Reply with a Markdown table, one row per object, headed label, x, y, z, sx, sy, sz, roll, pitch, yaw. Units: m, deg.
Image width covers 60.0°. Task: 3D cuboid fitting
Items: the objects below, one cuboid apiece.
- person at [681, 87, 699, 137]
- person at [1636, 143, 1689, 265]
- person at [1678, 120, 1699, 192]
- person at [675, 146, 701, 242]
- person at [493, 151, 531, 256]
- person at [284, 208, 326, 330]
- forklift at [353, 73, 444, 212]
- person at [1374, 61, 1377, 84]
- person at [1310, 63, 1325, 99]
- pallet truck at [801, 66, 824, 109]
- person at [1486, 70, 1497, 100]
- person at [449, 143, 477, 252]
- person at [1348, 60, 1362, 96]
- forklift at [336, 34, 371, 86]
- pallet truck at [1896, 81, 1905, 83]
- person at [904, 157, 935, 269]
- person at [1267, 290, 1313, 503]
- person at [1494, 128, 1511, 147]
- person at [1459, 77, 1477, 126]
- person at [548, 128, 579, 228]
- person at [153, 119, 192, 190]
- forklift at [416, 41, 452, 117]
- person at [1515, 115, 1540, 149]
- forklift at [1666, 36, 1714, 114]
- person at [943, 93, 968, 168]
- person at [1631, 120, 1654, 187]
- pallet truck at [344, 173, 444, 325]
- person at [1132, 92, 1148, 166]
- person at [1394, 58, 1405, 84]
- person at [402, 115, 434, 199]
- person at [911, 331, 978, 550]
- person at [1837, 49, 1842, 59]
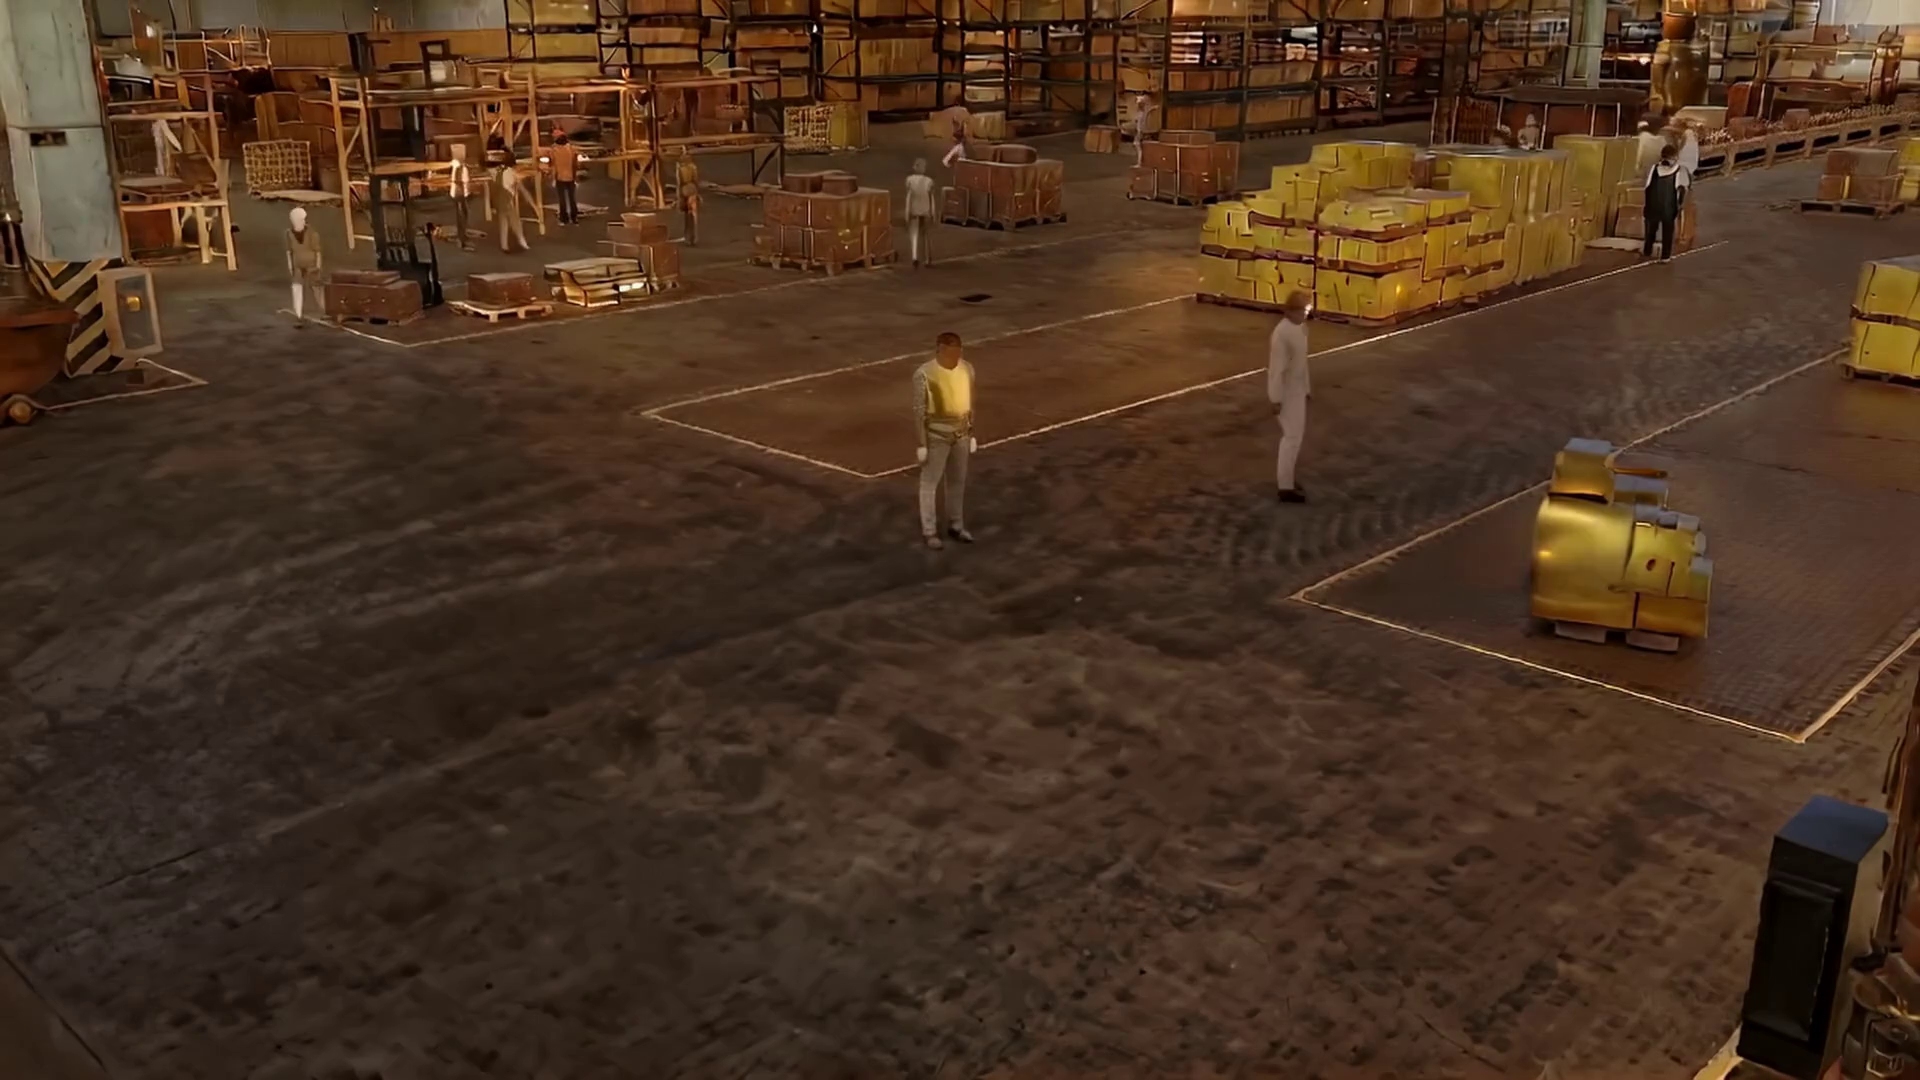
| label | x | y | z | sx | sy | sz | roll | pitch | yaw |
| --- | --- | --- | --- | --- | --- | --- | --- | --- | --- |
| person | -8.512 | -13.572 | 52.337 | 0.540 | 1.825 | 1.003 | 5 | 19 | 15 |
| person | 11.947 | -5.713 | 28.308 | 0.537 | 2.000 | 0.683 | -17 | 25 | -42 |
| person | 14.765 | -7.521 | 33.825 | 0.386 | 1.992 | 0.624 | 6 | 19 | 17 |
| person | -5.072 | -6.421 | 30.902 | 0.484 | 1.745 | 0.296 | -15 | 24 | -38 |
| person | -7.959 | -5.960 | 29.428 | 0.551 | 1.807 | 0.713 | 8 | 20 | 23 |
| person | -9.127 | -3.817 | 23.225 | 0.527 | 1.644 | 0.883 | -3 | 19 | -8 |
| forklift | -12.033 | -8.468 | 35.294 | 1.129 | 2.768 | 1.873 | 3 | 19 | 9 |
| person | 19.360 | -21.571 | 76.795 | 0.876 | 1.595 | 0.552 | -15 | 24 | -39 |
| person | 15.044 | -19.441 | 69.911 | 0.658 | 1.871 | 1.050 | 12 | 22 | 31 |
| pallet truck | -4.812 | -15.182 | 56.903 | 0.823 | 1.965 | 1.885 | -9 | 21 | -26 |
| person | 21.773 | -18.675 | 68.071 | 0.877 | 1.585 | 0.497 | -16 | 24 | -40 |
| person | -8.908 | -6.104 | 29.676 | 0.392 | 1.919 | 0.591 | -6 | 19 | -16 |
| person | 17.327 | -20.479 | 72.976 | 0.641 | 1.924 | 0.543 | -14 | 23 | -35 |
| forklift | -23.405 | -18.316 | 64.967 | 1.129 | 2.768 | 1.873 | 17 | 25 | 41 |
| pallet truck | 34.802 | -16.331 | 61.455 | 0.653 | 1.274 | 1.630 | 17 | 25 | 41 |
| person | -0.673 | -5.495 | 27.984 | 0.541 | 1.840 | 0.766 | 0 | 18 | 0 |
| person | 3.061 | -1.323 | 15.295 | 0.487 | 1.906 | 0.744 | 9 | 21 | 26 |
| person | 11.468 | -7.891 | 35.374 | 0.910 | 1.726 | 0.530 | -5 | 19 | -16 |
| person | 17.431 | -15.075 | 57.128 | 0.540 | 1.649 | 0.891 | 6 | 19 | 16 |
| person | -7.806 | -7.110 | 32.703 | 0.595 | 1.922 | 0.385 | -14 | 23 | -36 |
| person | -18.131 | -8.885 | 38.168 | 0.931 | 1.836 | 0.604 | 5 | 19 | 15 |
| forklift | -17.743 | -15.541 | 56.603 | 1.873 | 2.768 | 1.129 | 16 | 24 | 41 |
| person | 13.349 | -9.177 | 39.296 | 0.558 | 1.671 | 0.656 | -2 | 18 | -7 |
| forklift | 27.341 | -17.291 | 61.877 | 1.129 | 2.768 | 1.873 | 17 | 25 | 41 |
| person | -0.050 | -10.675 | 43.423 | 0.836 | 1.942 | 0.607 | -5 | 19 | -16 |
| person | 15.123 | -8.361 | 36.731 | 0.975 | 1.770 | 0.650 | 12 | 22 | 32 |
| pallet truck | -8.209 | -4.181 | 23.757 | 0.823 | 1.965 | 1.885 | 3 | 19 | 9 |
| person | 4.742 | -10.838 | 43.908 | 0.359 | 1.936 | 0.552 | 7 | 20 | 20 |
| person | 20.654 | -22.190 | 78.339 | 0.751 | 1.796 | 0.632 | -11 | 21 | -30 |
| person | -11.890 | -8.362 | 36.504 | 0.634 | 1.895 | 0.953 | 4 | 19 | 11 |
| person | -0.103 | -0.844 | 13.956 | 0.624 | 1.841 | 0.430 | -13 | 22 | -34 |
| person | 41.247 | -22.277 | 78.310 | 0.405 | 1.987 | 0.608 | 12 | 22 | 32 |
